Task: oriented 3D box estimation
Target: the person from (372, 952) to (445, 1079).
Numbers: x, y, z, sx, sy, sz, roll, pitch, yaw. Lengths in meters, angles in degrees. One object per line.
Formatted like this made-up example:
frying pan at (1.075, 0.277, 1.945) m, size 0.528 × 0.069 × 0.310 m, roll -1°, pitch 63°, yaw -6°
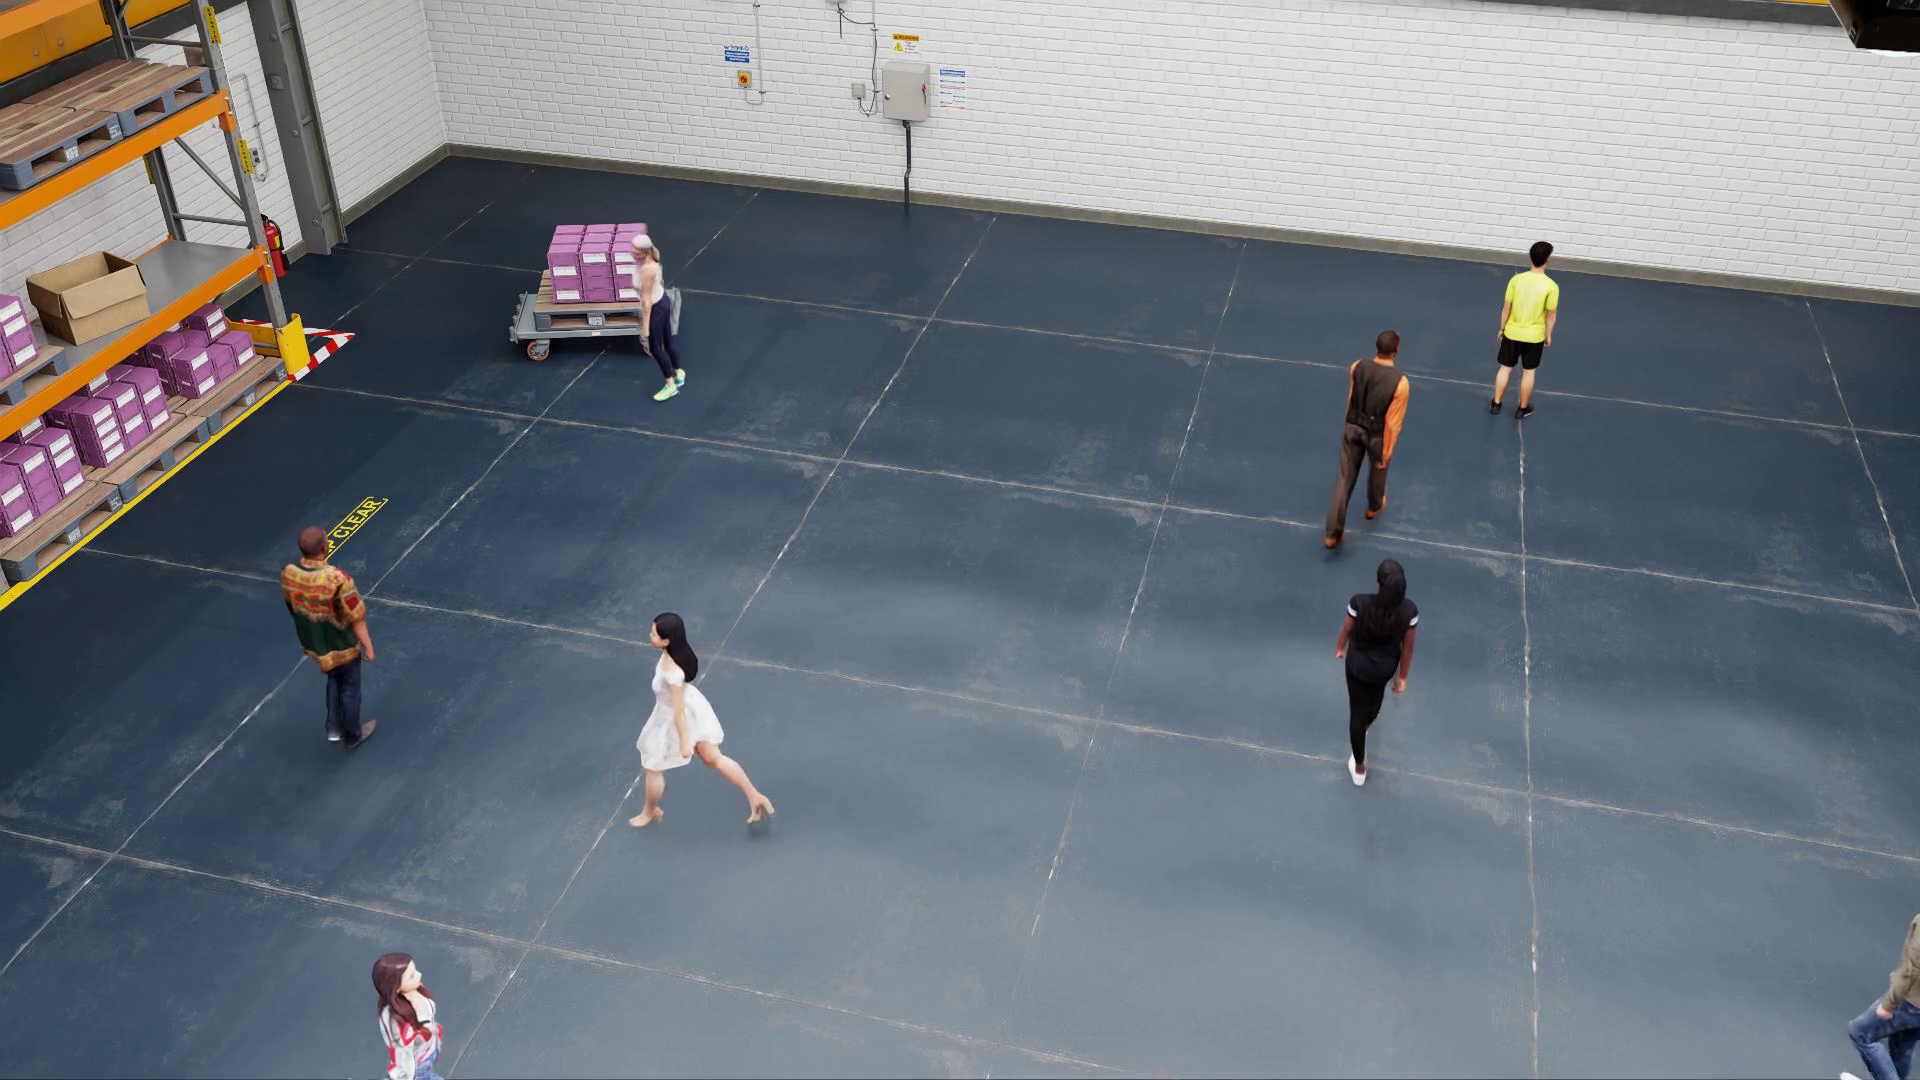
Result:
person at (-2.855, 2.702, 8.462) m, size 0.931 × 1.586 × 1.048 m, roll -5°, pitch 34°, yaw -8°

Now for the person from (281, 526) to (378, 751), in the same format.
person at (-4.292, 0.725, 11.246) m, size 0.696 × 1.796 × 0.652 m, roll 10°, pitch 35°, yaw 15°

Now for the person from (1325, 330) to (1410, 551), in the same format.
person at (3.240, -0.778, 13.448) m, size 0.967 × 1.862 × 1.364 m, roll 21°, pitch 39°, yaw 28°

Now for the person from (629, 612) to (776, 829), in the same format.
person at (-1.675, 1.205, 10.586) m, size 0.852 × 1.729 × 1.194 m, roll 1°, pitch 34°, yaw 1°

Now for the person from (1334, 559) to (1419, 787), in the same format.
person at (2.745, 0.907, 11.053) m, size 0.730 × 1.708 × 1.001 m, roll 2°, pitch 34°, yaw 2°

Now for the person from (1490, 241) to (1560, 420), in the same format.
person at (5.210, -1.931, 15.323) m, size 0.675 × 1.707 × 0.597 m, roll 17°, pitch 37°, yaw 24°

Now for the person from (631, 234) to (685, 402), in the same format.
person at (-2.818, -2.158, 15.691) m, size 0.906 × 1.677 × 0.640 m, roll 6°, pitch 34°, yaw 8°
